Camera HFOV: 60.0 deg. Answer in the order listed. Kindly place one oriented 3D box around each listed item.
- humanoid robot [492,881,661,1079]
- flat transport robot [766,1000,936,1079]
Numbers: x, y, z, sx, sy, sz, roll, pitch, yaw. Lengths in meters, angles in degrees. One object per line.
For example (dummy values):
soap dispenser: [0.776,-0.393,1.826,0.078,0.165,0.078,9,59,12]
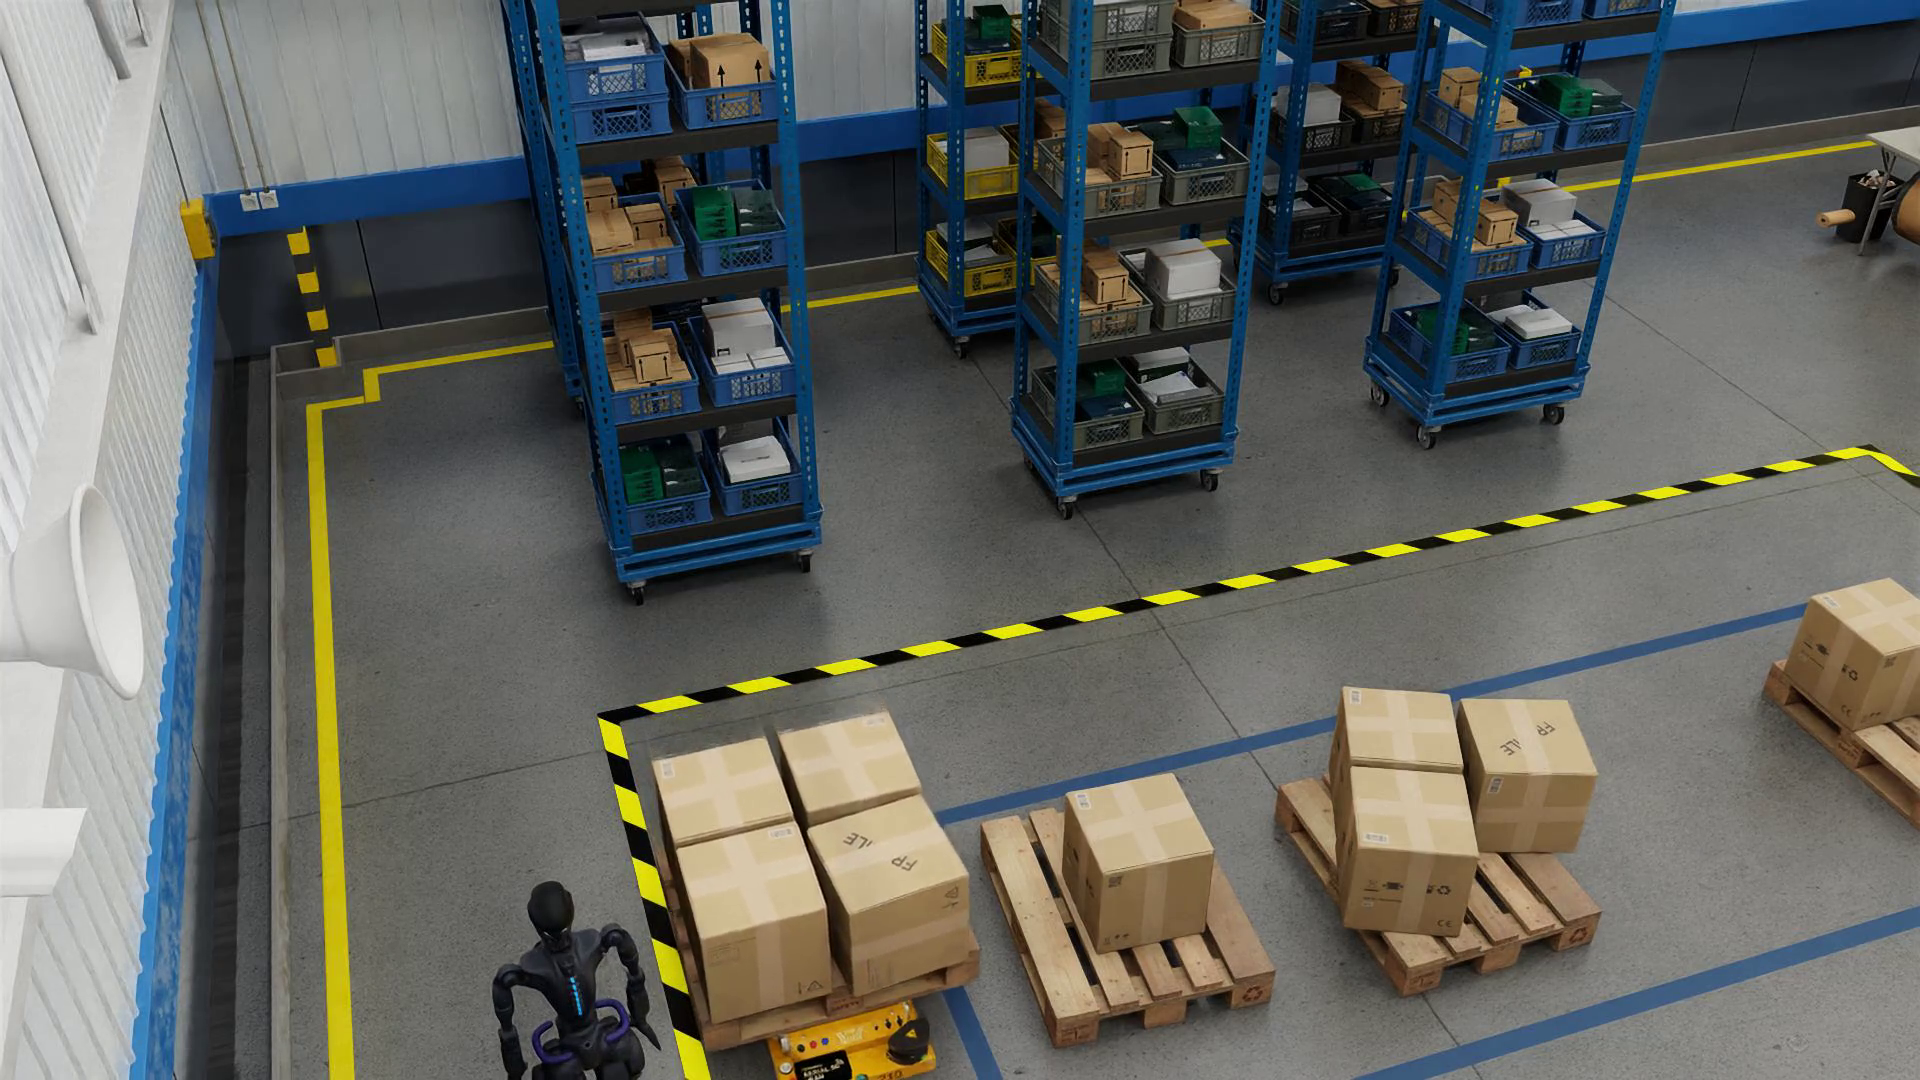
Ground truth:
humanoid robot: [-1.402,1.890,6.140,0.599,1.657,0.315,-18,39,-23]
flat transport robot: [-0.635,1.831,7.435,0.652,0.197,1.431,-11,37,-15]
